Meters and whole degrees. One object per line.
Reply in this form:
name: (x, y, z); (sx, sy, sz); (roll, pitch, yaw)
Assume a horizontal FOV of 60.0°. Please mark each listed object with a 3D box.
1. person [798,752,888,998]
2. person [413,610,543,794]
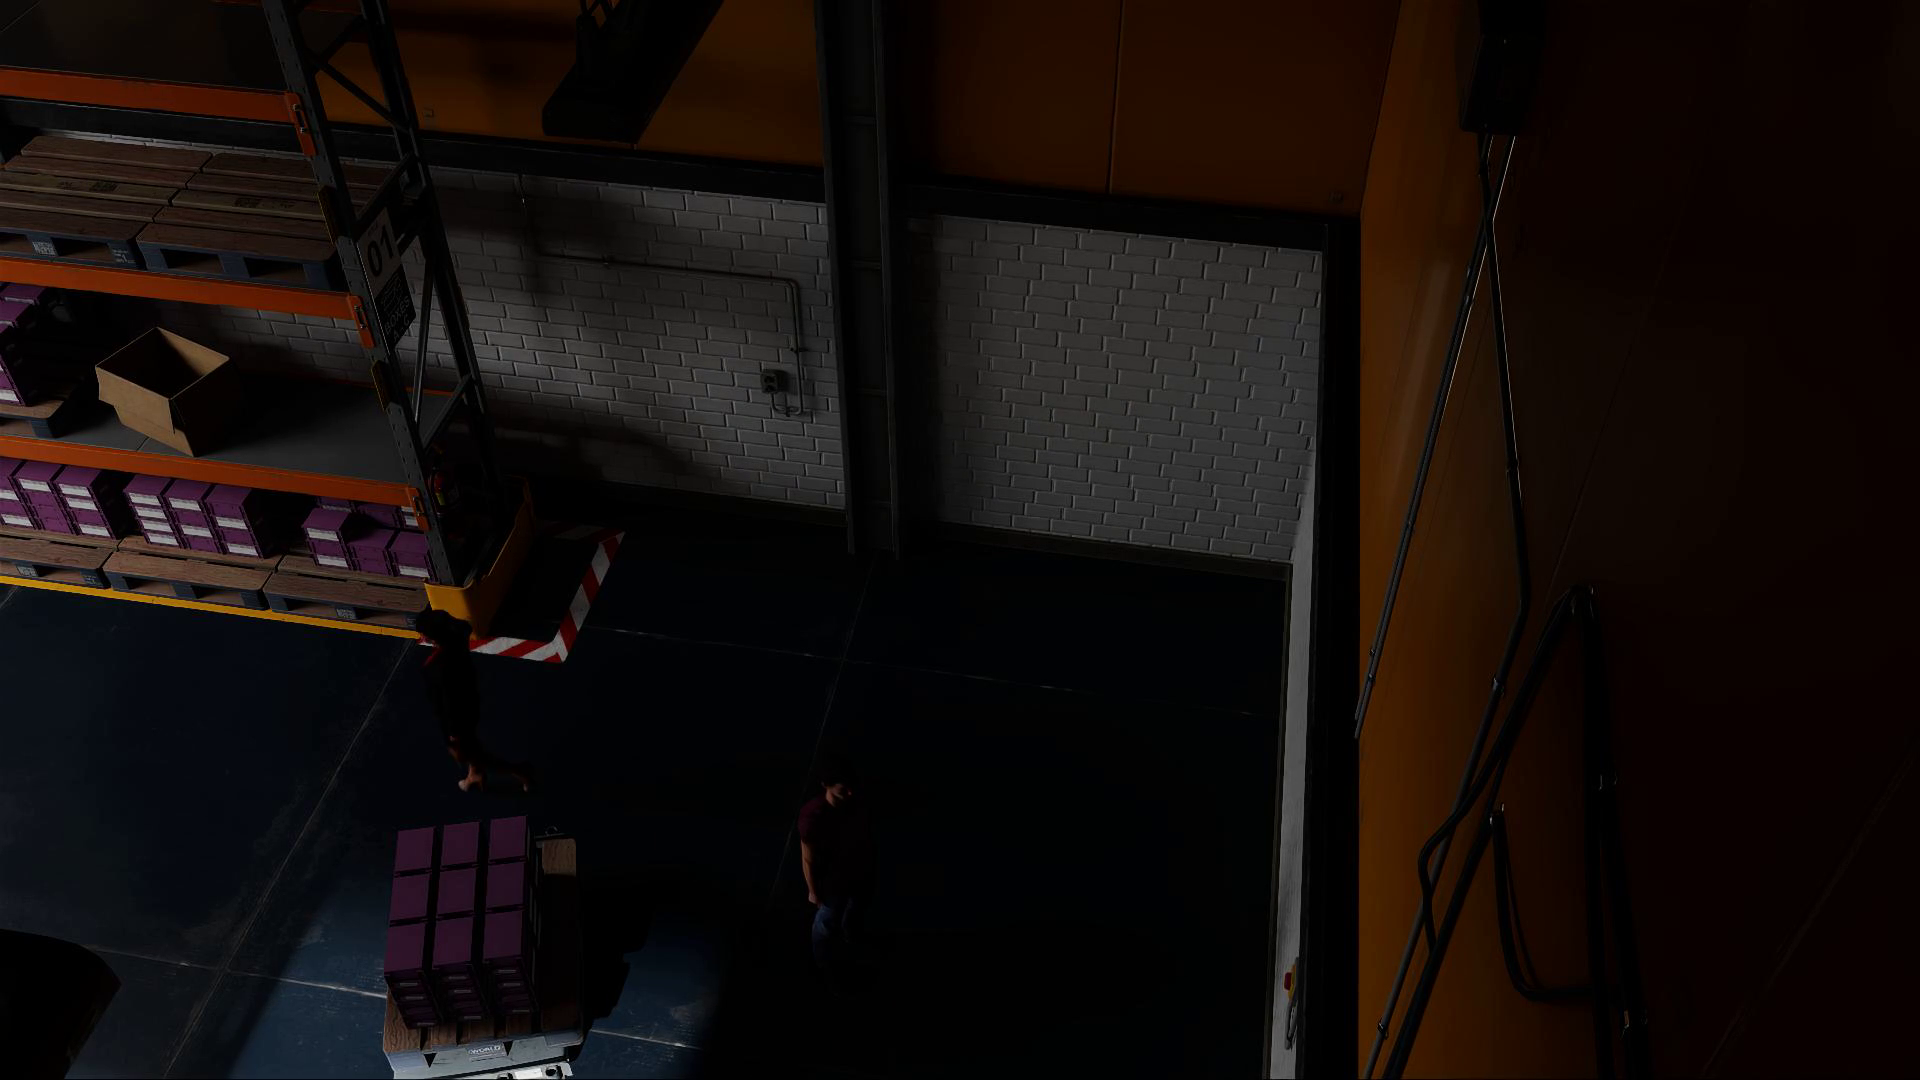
person: (-0.643, 1.771, 9.080); (0.734, 1.852, 0.732); (31, 52, 28)
person: (-2.933, 1.040, 10.011); (0.845, 1.625, 0.652); (0, 44, 0)
